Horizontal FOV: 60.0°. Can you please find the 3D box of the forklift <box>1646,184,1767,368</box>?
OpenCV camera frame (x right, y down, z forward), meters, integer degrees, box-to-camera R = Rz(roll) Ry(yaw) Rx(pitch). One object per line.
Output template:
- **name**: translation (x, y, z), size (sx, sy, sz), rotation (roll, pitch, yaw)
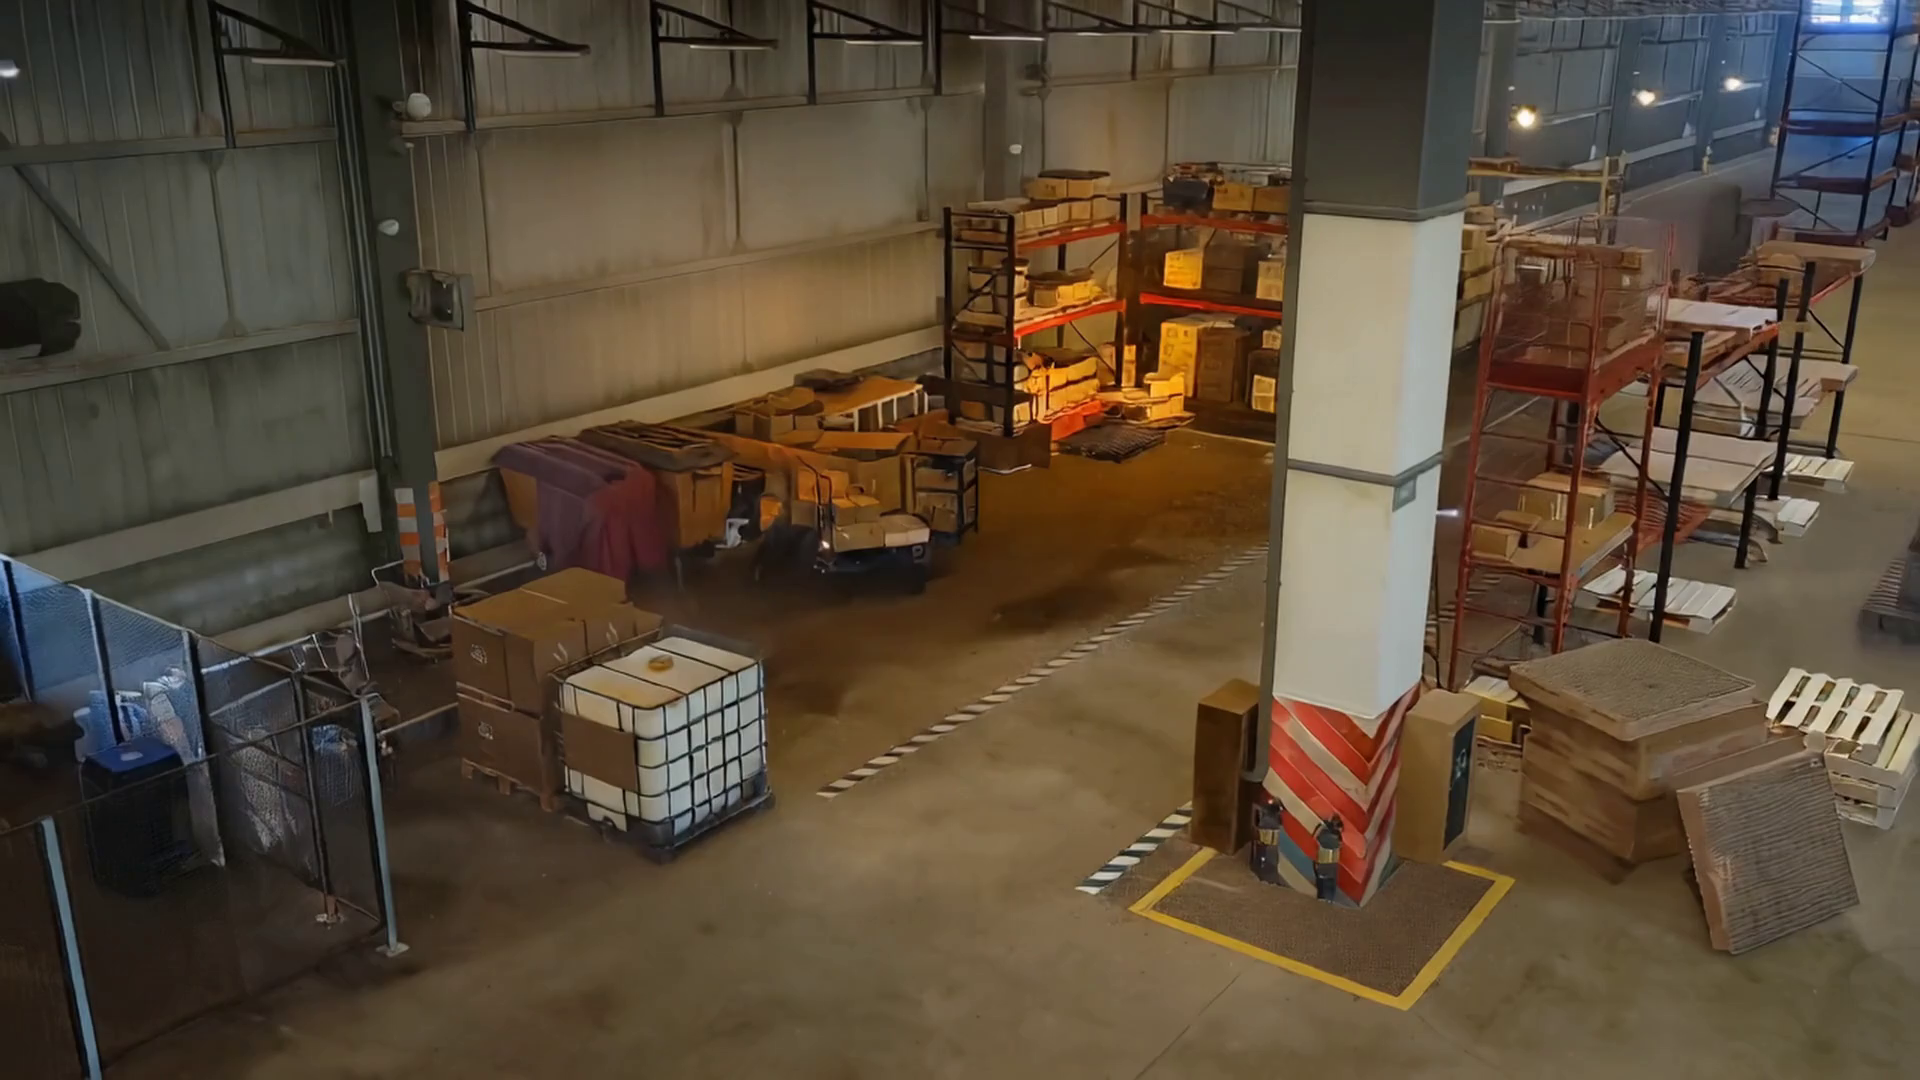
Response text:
- **forklift**: translation (12.075, -4.269, 26.683), size (1.873, 2.768, 1.129), rotation (13, 22, 34)
